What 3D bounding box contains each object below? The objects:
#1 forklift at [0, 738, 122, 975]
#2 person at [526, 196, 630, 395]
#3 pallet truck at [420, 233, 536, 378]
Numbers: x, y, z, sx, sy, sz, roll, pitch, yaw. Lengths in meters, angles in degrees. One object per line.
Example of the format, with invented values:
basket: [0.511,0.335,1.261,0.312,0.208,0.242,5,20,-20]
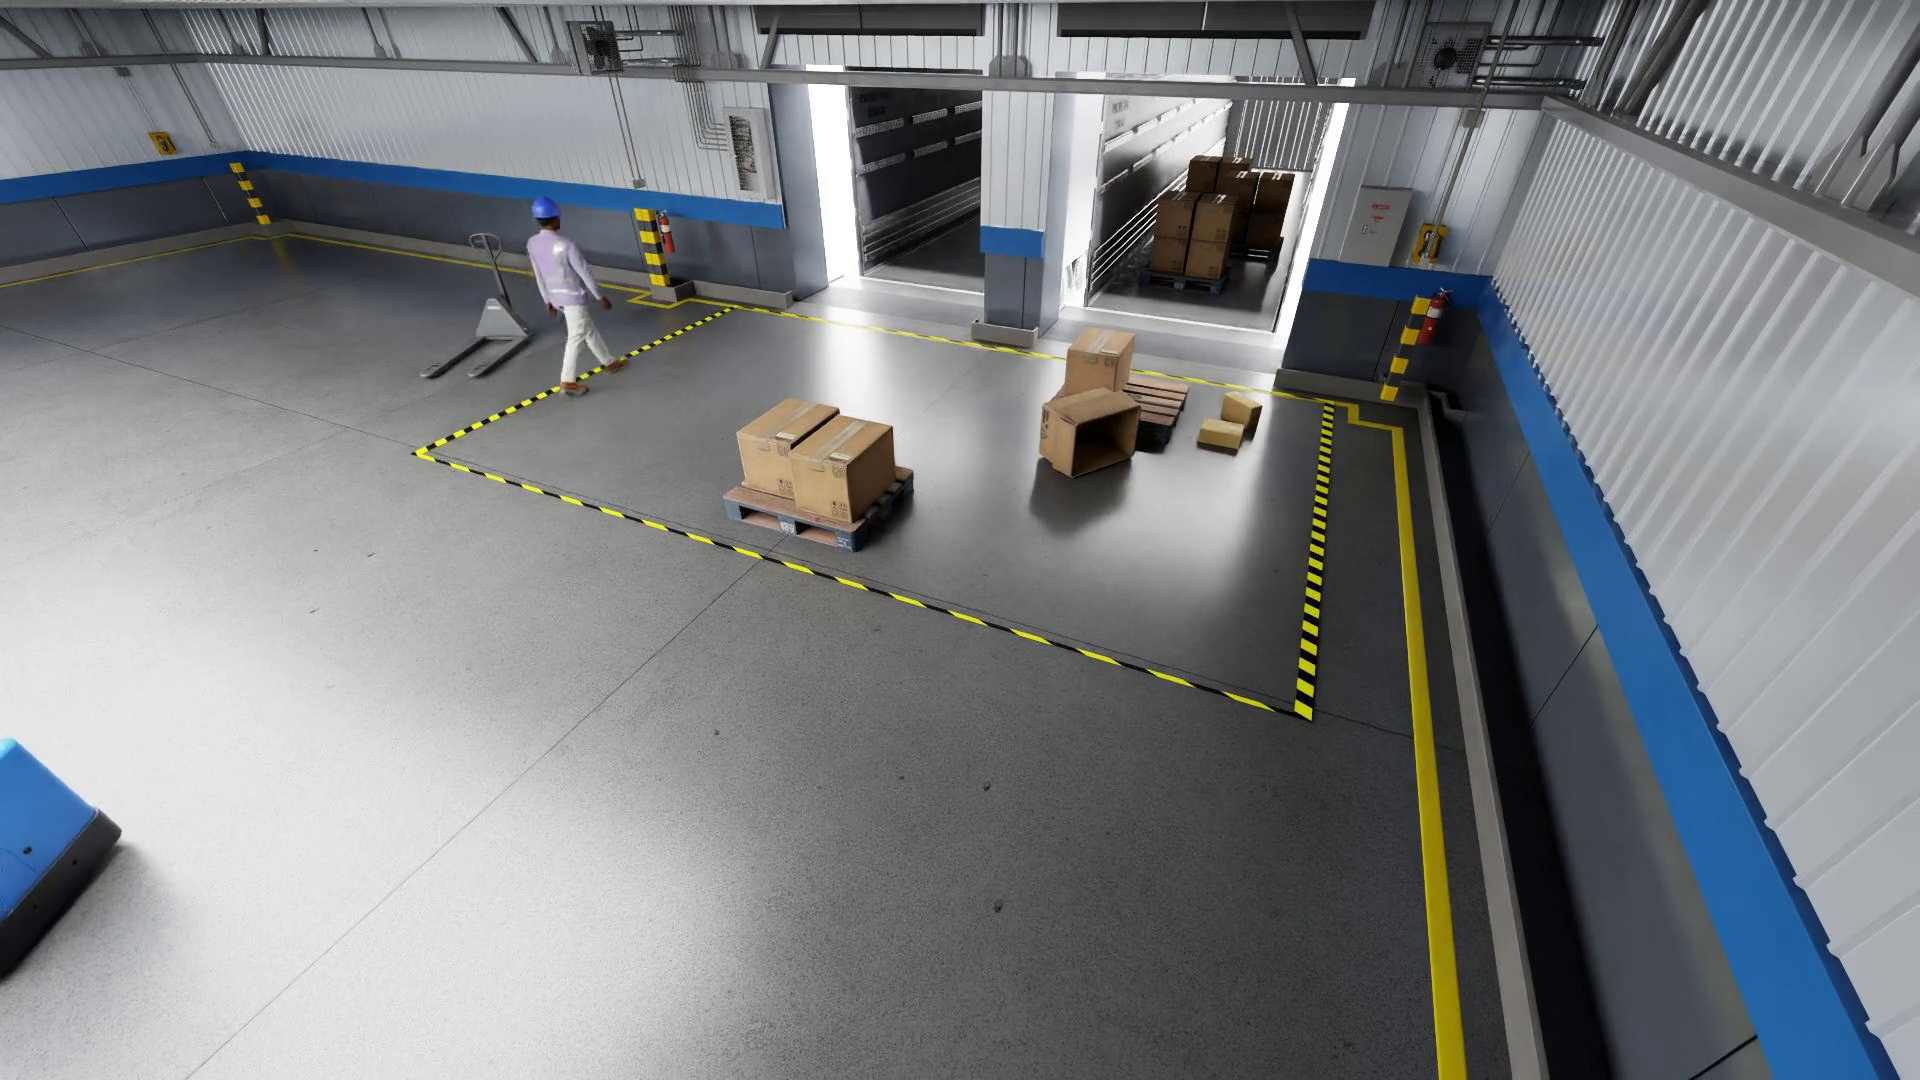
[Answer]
forklift: [-4.464,0.880,2.695,0.776,2.013,0.716,-6,36,-8]
person: [-4.020,-2.507,7.580,0.619,1.898,1.020,17,39,22]
pallet truck: [-5.664,-2.712,8.427,0.680,1.201,1.601,0,35,-1]
